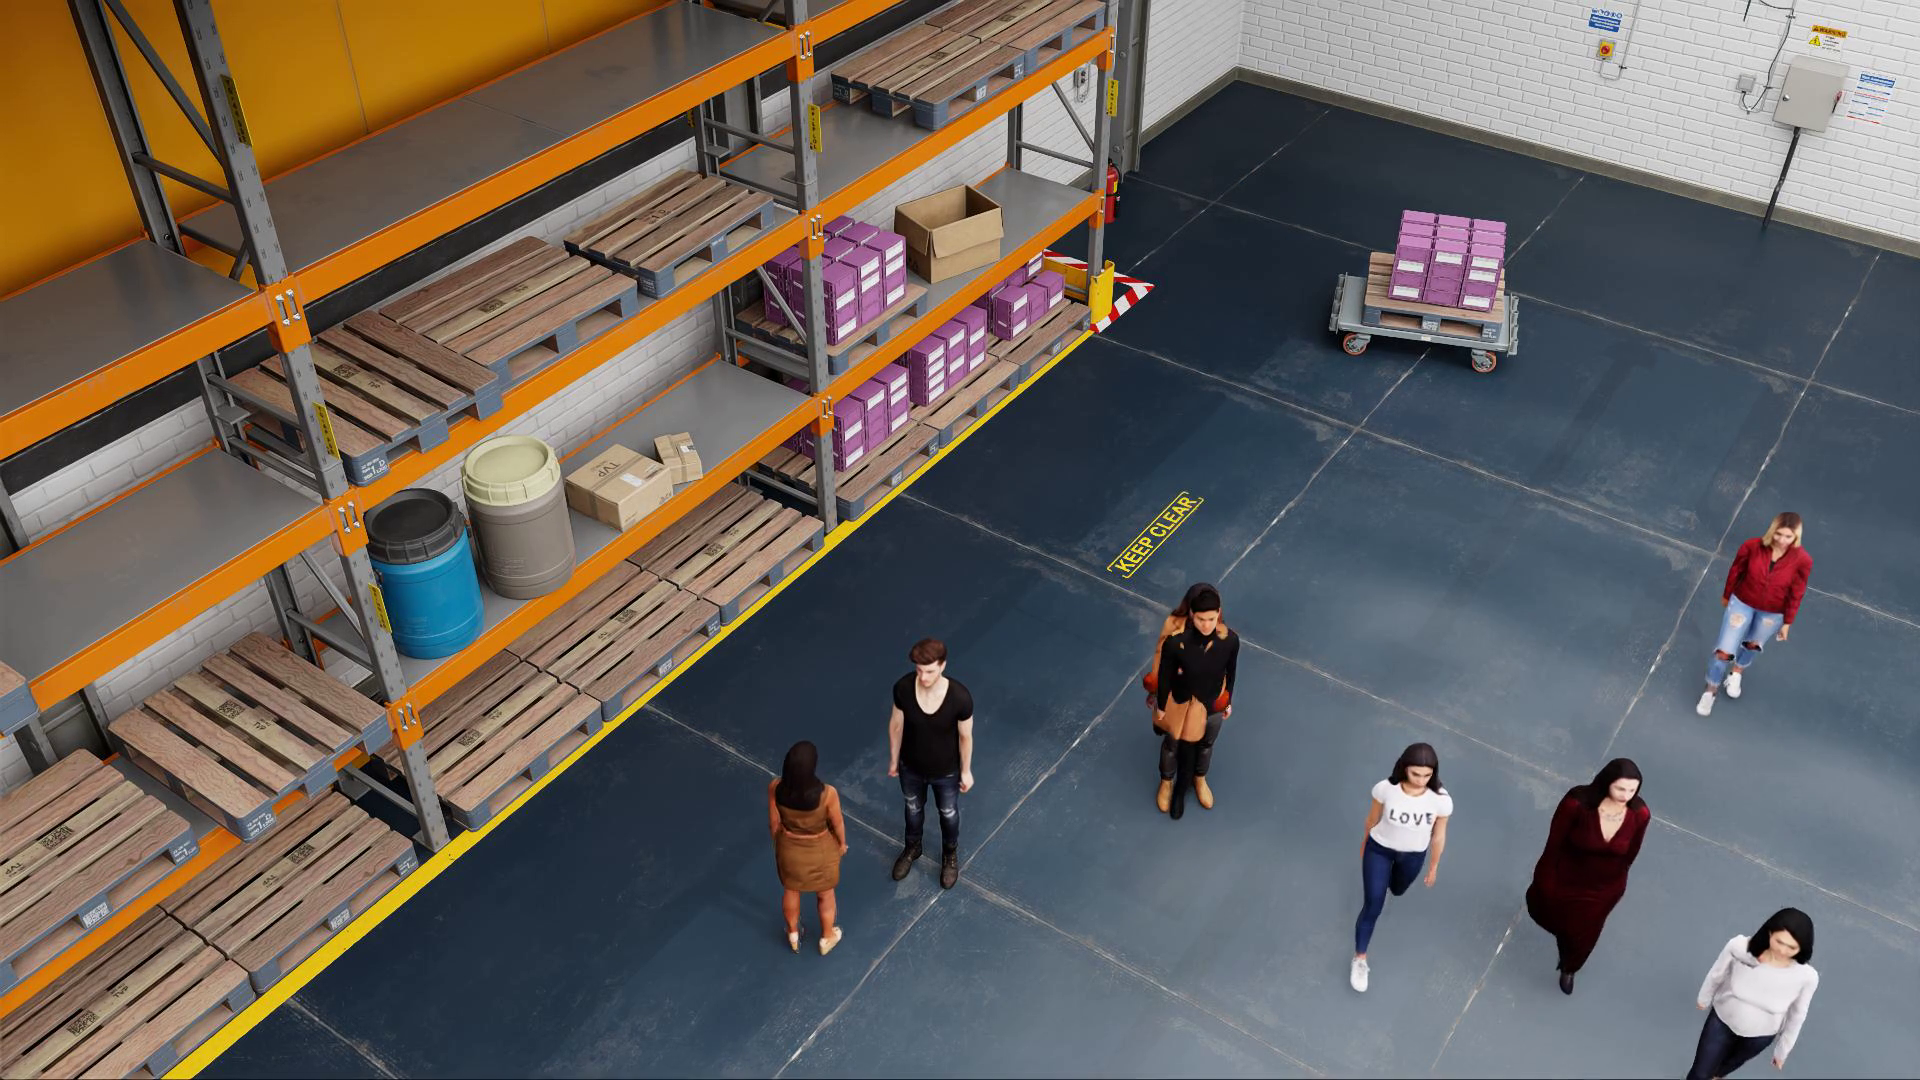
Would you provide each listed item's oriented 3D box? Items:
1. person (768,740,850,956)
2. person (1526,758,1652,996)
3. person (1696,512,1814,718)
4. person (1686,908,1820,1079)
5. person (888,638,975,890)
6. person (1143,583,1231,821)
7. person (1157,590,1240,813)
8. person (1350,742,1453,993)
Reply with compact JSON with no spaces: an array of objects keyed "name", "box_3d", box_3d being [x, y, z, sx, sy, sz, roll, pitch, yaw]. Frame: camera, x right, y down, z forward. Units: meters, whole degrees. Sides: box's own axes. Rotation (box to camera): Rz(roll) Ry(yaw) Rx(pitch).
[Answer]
[{"name":"person","box_3d":[-0.882,1.773,9.518,0.652,1.686,0.645,3,39,3]},{"name":"person","box_3d":[3.502,1.818,9.421,0.882,1.737,1.001,5,39,6]},{"name":"person","box_3d":[5.412,0.414,11.278,0.702,1.612,0.850,14,41,17]},{"name":"person","box_3d":[4.114,2.446,8.682,0.688,1.679,0.925,18,42,21]},{"name":"person","box_3d":[-0.174,1.311,9.928,0.754,1.896,0.713,8,39,10]},{"name":"person","box_3d":[1.426,0.934,10.554,0.842,1.704,1.023,13,40,15]},{"name":"person","box_3d":[1.480,0.994,10.464,0.719,1.723,0.759,-3,39,-4]},{"name":"person","box_3d":[2.490,1.738,9.517,0.914,1.741,1.192,7,39,9]}]
